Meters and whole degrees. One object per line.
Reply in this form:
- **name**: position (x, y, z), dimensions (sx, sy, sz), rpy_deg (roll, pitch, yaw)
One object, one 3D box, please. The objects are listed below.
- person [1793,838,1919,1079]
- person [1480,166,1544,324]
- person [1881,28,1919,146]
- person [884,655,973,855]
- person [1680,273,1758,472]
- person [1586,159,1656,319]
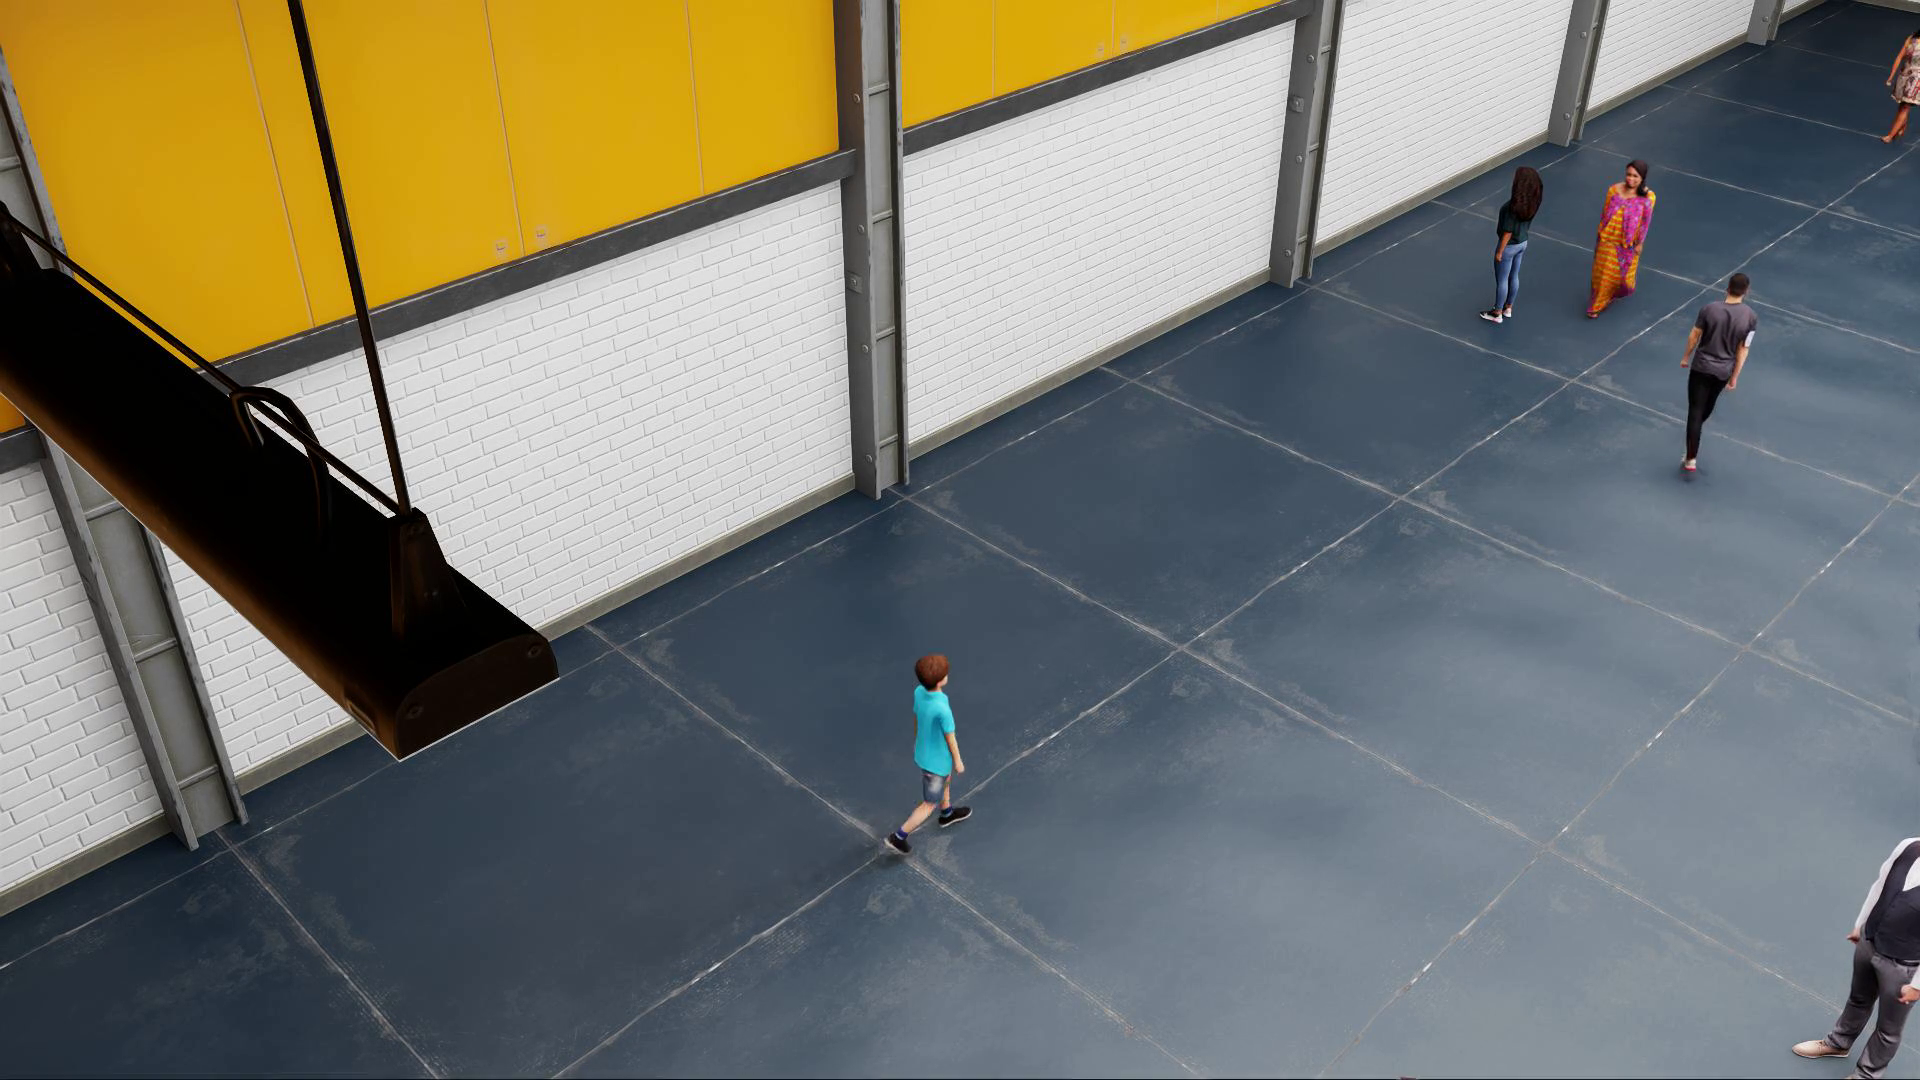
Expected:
- **person**: position (4.920, 2.155, 8.727), dimensions (0.763, 1.939, 0.748), rpy_deg (-6, 34, -9)
- **person**: position (5.563, -2.981, 16.743), dimensions (0.556, 1.617, 0.678), rpy_deg (-24, 40, -31)
- **person**: position (12.076, -5.829, 21.044), dimensions (1.101, 1.600, 0.671), rpy_deg (-25, 41, -33)
- **person**: position (-0.218, 1.355, 10.389), dimensions (0.972, 1.430, 0.702), rpy_deg (-16, 37, -22)
- **person**: position (6.447, -1.405, 14.286), dimensions (1.074, 1.714, 1.289), rpy_deg (7, 34, 11)
- **person**: position (6.719, -3.081, 16.849), dimensions (0.761, 1.668, 1.003), rpy_deg (20, 38, 27)
